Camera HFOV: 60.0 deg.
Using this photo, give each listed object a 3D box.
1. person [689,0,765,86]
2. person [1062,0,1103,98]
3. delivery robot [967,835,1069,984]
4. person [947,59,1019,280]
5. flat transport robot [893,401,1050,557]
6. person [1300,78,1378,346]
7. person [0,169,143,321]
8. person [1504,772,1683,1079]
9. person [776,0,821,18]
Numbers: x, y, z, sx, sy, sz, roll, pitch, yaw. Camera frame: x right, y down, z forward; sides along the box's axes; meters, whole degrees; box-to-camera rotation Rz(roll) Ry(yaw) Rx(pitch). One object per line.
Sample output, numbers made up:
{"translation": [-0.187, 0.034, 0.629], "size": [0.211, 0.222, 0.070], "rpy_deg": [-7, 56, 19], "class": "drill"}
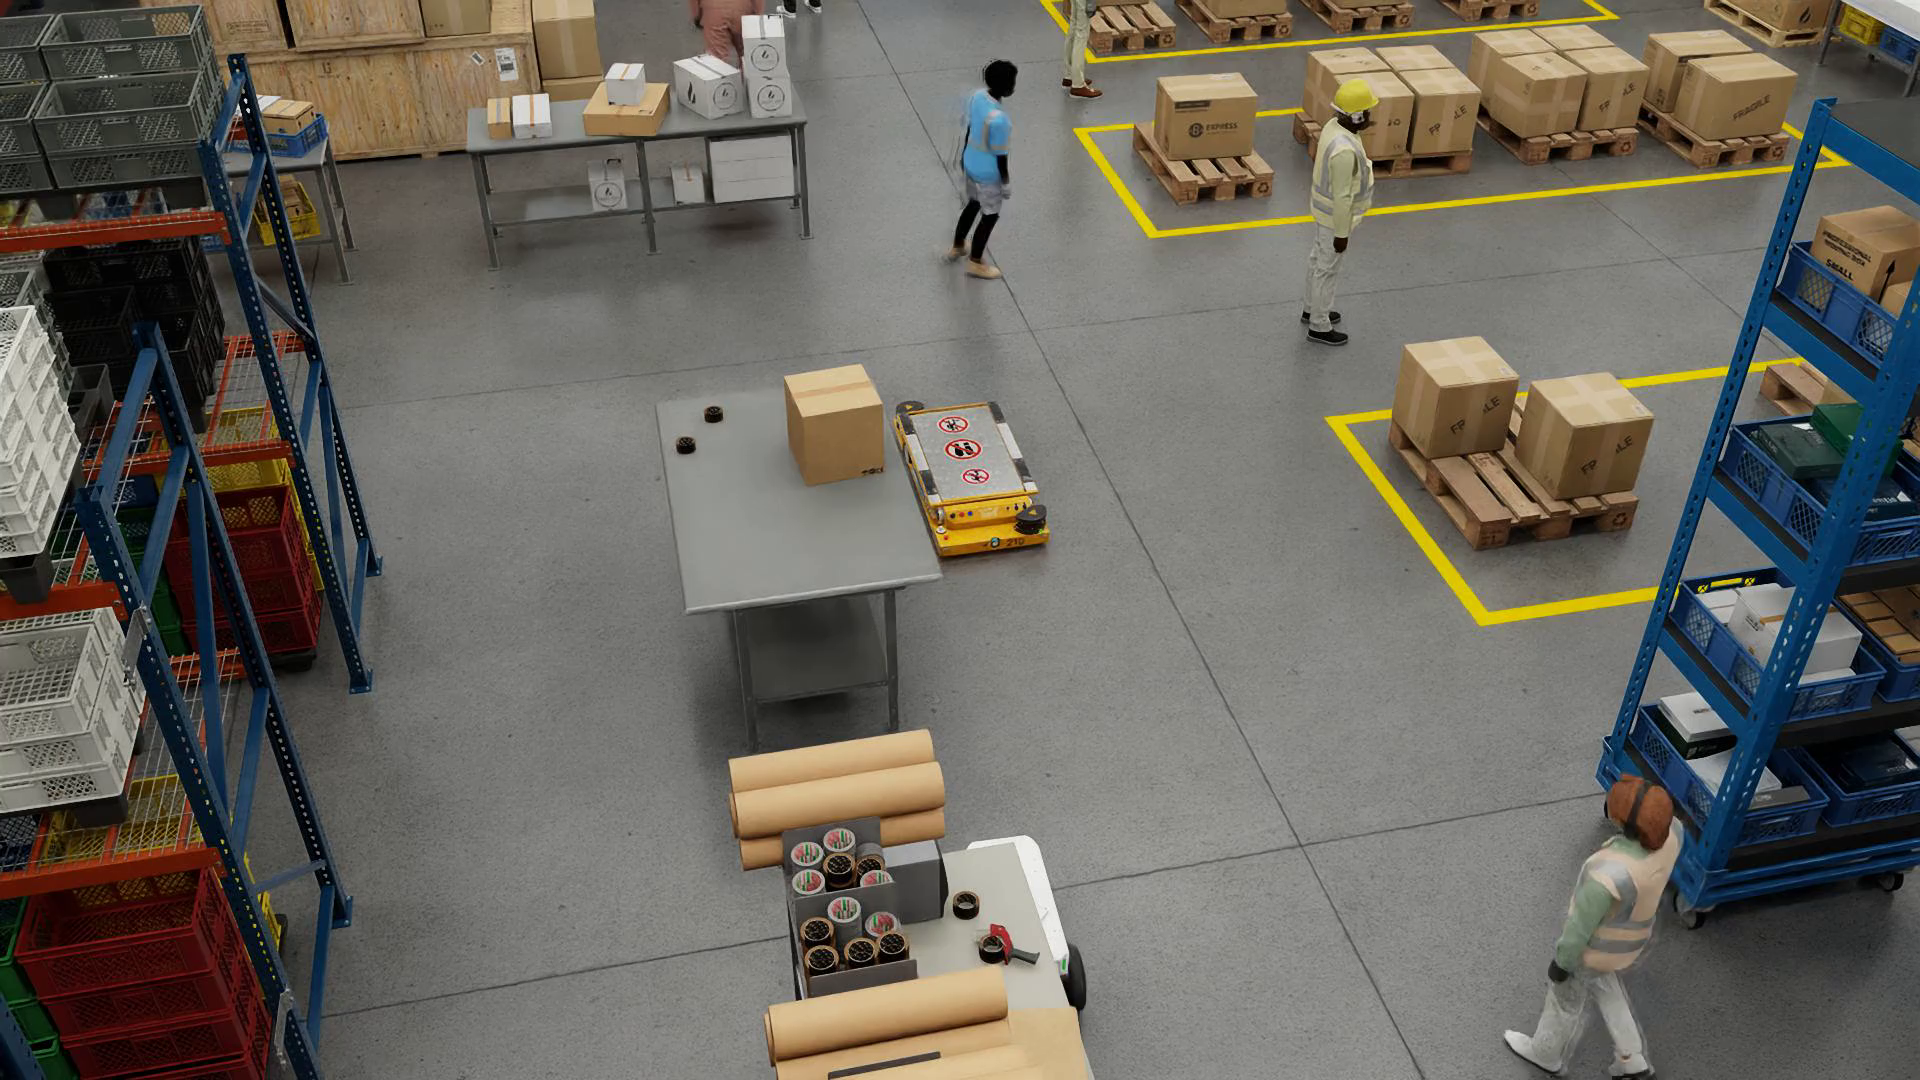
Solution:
{"translation": [-1.996, -4.515, 14.284], "size": [0.662, 1.867, 0.673], "rpy_deg": [-4, 37, -6], "class": "person"}
{"translation": [1.105, -4.880, 14.760], "size": [0.328, 1.872, 0.513], "rpy_deg": [-8, 37, -11], "class": "person"}
{"translation": [0.230, 1.590, 7.082], "size": [0.477, 0.478, 0.707], "rpy_deg": [-6, 37, -8], "class": "delivery robot"}
{"translation": [0.174, -2.667, 11.954], "size": [0.406, 1.658, 0.621], "rpy_deg": [-13, 38, -16], "class": "person"}
{"translation": [0.046, -0.430, 10.108], "size": [0.652, 0.197, 1.431], "rpy_deg": [-8, 37, -10], "class": "flat transport robot"}
{"translation": [2.552, -2.208, 11.194], "size": [0.404, 1.836, 0.600], "rpy_deg": [2, 37, 2], "class": "person"}
{"translation": [-5.640, -1.735, 10.609], "size": [0.946, 1.799, 0.619], "rpy_deg": [-29, 45, -33], "class": "person"}
{"translation": [2.473, 1.529, 6.338], "size": [0.538, 1.623, 0.467], "rpy_deg": [-24, 43, -29], "class": "person"}
{"translation": [-1.638, -6.169, 16.466], "size": [0.584, 1.909, 0.391], "rpy_deg": [-19, 41, -24], "class": "person"}
